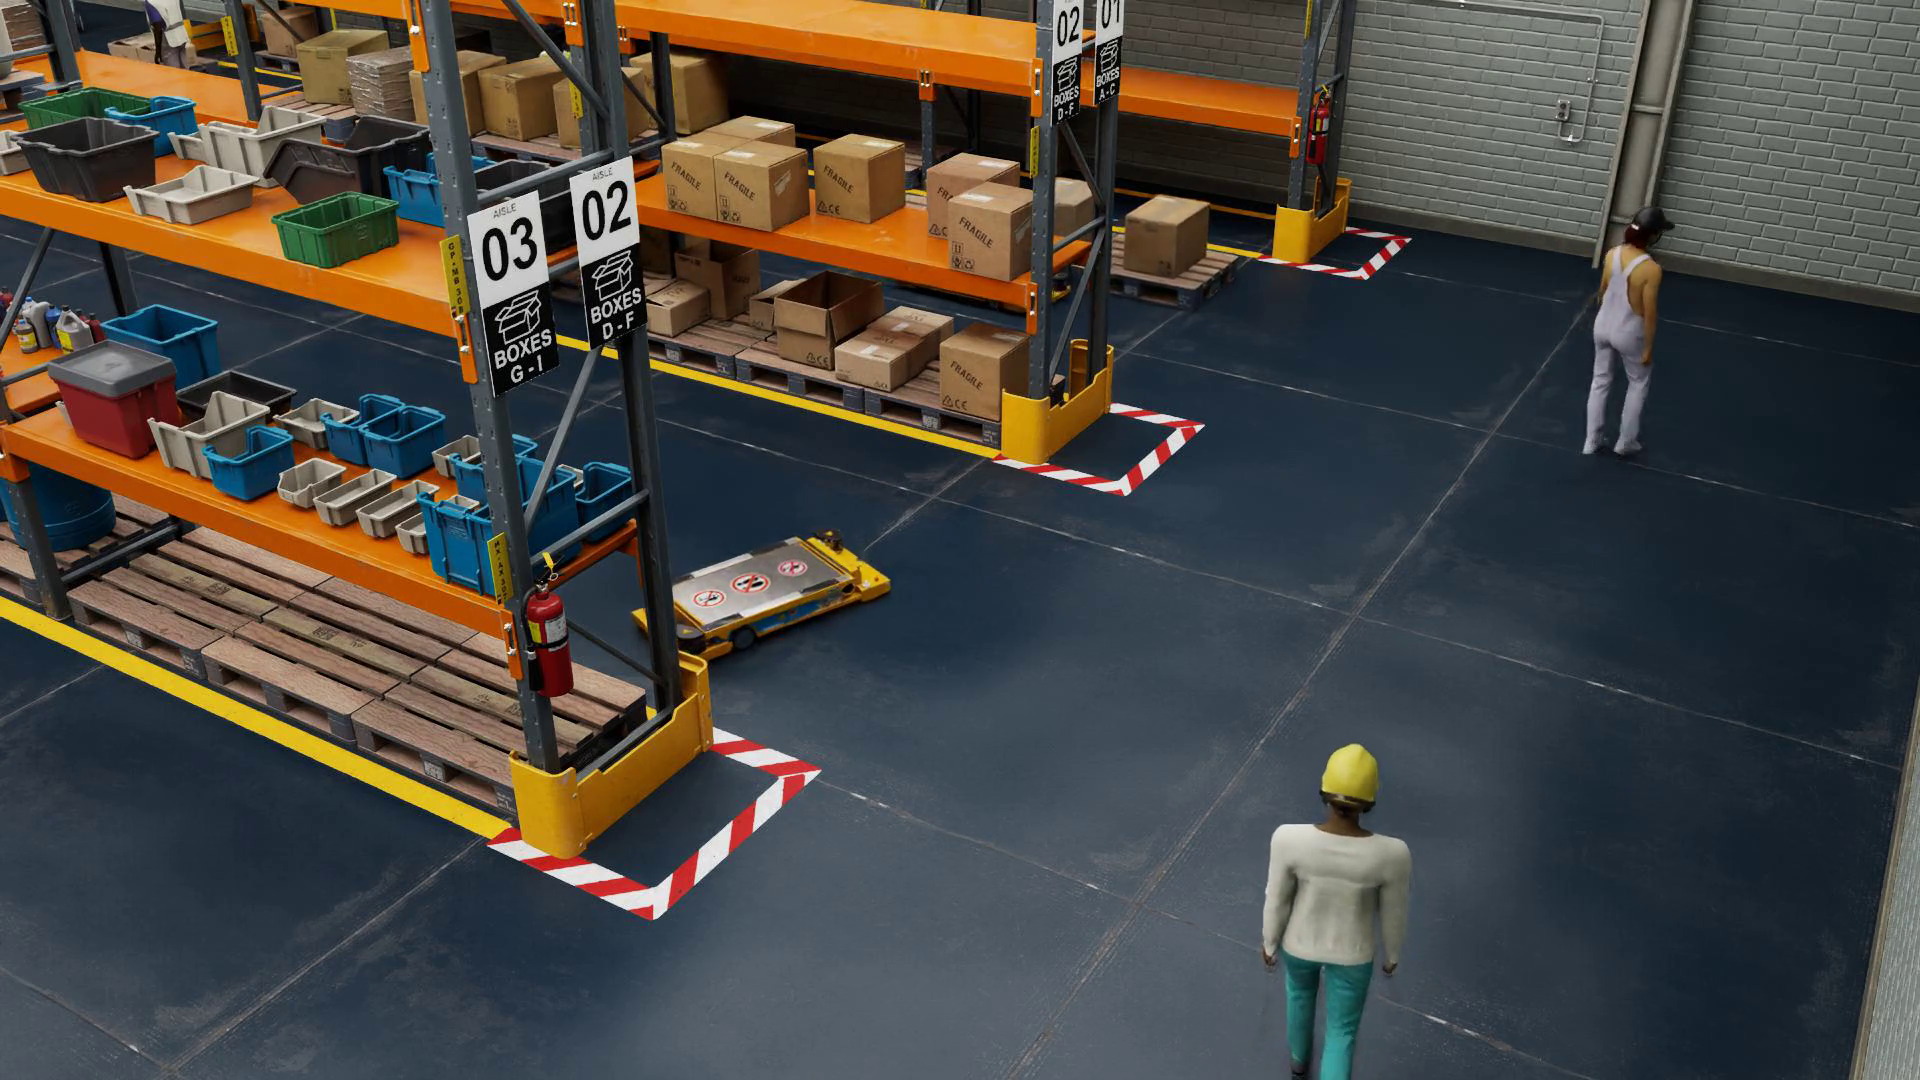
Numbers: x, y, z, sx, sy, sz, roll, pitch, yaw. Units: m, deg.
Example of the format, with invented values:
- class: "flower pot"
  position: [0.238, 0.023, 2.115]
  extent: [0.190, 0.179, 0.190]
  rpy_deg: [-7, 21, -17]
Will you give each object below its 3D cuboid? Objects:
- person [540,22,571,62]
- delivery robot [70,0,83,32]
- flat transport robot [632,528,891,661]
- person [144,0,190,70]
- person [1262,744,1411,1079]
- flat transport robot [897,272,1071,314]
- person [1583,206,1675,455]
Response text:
- class: "person"
  position: [-4.109, -4.492, 17.224]
  extent: [0.532, 1.697, 0.320]
  rpy_deg: [13, 32, 22]
- class: "delivery robot"
  position: [-13.013, -7.636, 24.059]
  extent: [0.514, 0.612, 0.783]
  rpy_deg: [-12, 31, -20]
- class: "flat transport robot"
  position: [-1.190, 0.329, 10.044]
  extent: [1.431, 0.231, 0.659]
  rpy_deg: [-20, 35, -32]
- class: "person"
  position: [-9.154, -5.732, 19.298]
  extent: [0.390, 1.847, 0.562]
  rpy_deg: [3, 29, 6]
- class: "person"
  position: [1.407, 1.560, 6.327]
  extent: [0.532, 1.737, 0.791]
  rpy_deg: [8, 30, 13]
- class: "flat transport robot"
  position: [0.207, -2.308, 14.775]
  extent: [1.431, 0.231, 0.659]
  rpy_deg: [17, 34, 28]
- class: "person"
  position: [4.678, -1.462, 11.647]
  extent: [0.542, 1.844, 0.546]
  rpy_deg: [-22, 36, -34]
